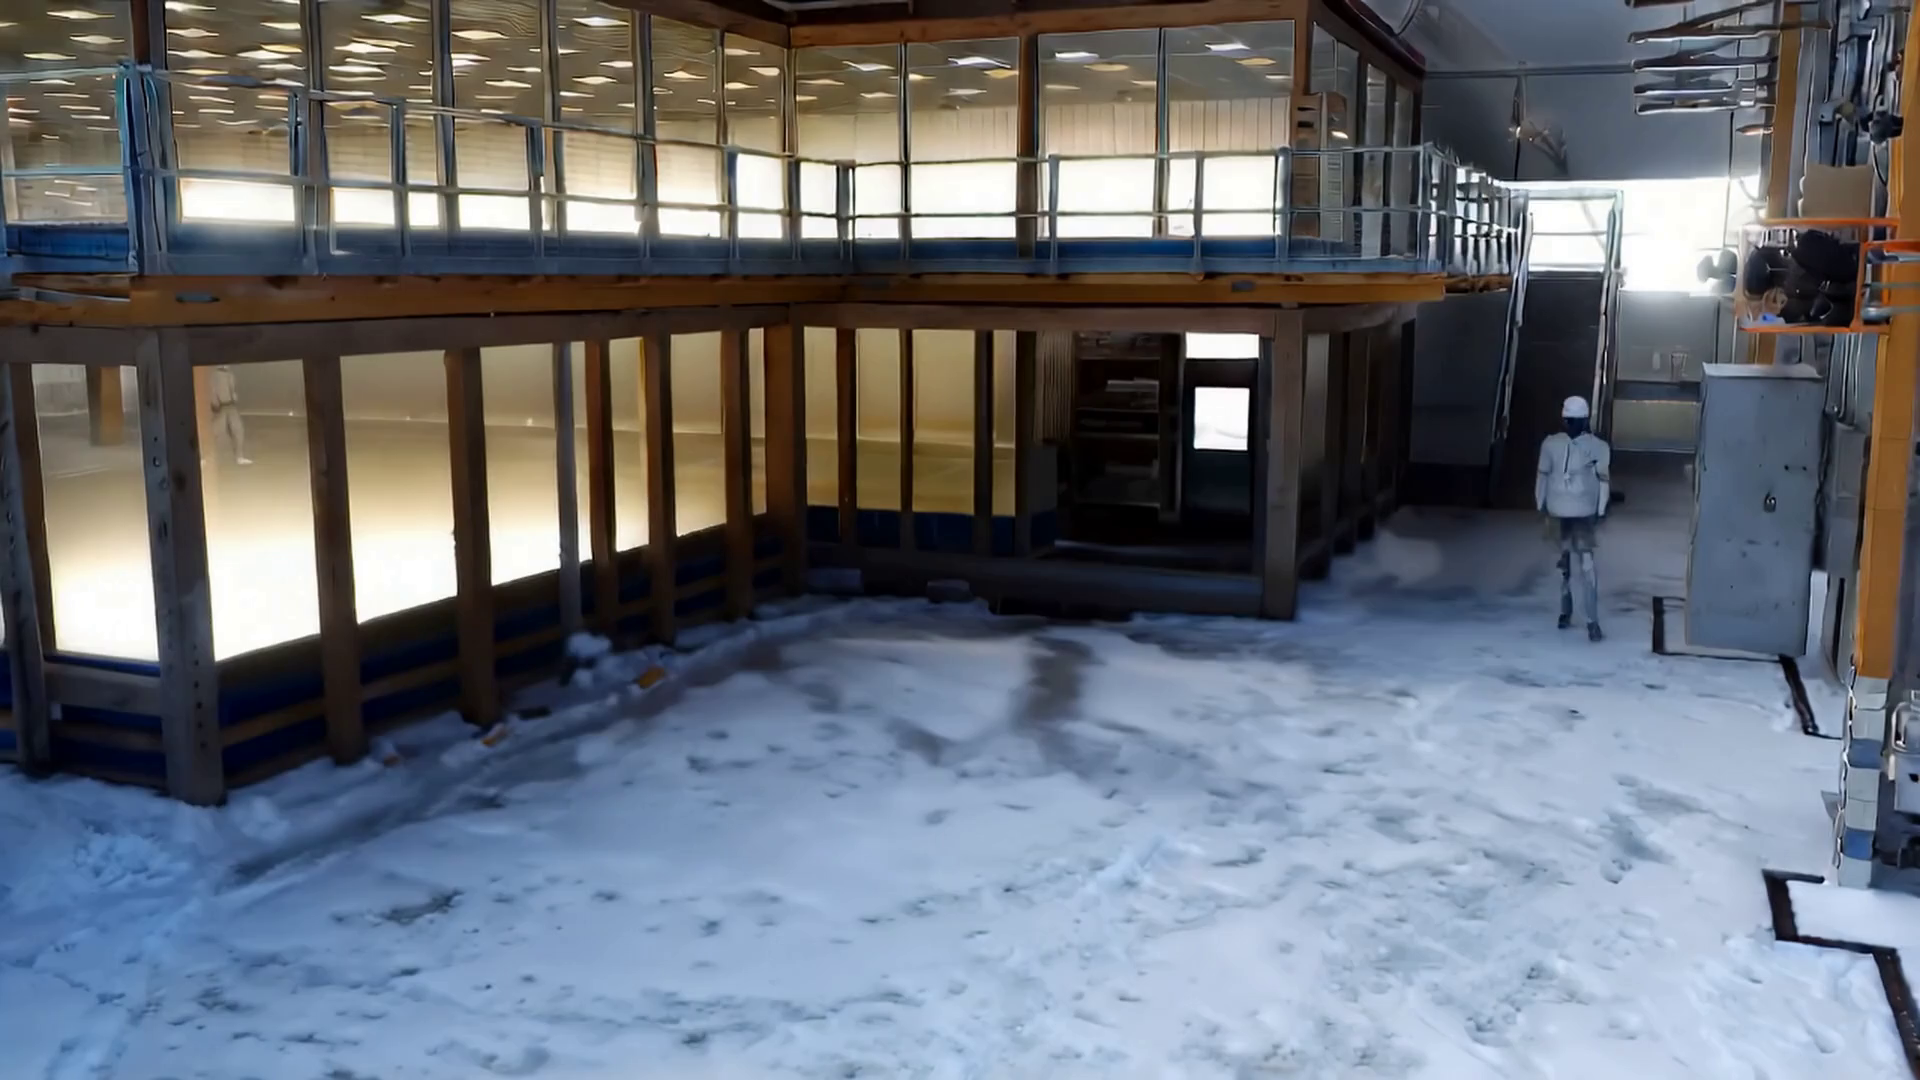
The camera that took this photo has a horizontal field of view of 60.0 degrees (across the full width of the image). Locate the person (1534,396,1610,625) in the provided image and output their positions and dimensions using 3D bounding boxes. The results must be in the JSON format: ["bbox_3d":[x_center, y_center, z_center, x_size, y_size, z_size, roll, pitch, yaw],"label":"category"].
[{"bbox_3d":[5.288,-0.252,14.431,0.618,1.979,0.440,6,11,35],"label":"person"}]
